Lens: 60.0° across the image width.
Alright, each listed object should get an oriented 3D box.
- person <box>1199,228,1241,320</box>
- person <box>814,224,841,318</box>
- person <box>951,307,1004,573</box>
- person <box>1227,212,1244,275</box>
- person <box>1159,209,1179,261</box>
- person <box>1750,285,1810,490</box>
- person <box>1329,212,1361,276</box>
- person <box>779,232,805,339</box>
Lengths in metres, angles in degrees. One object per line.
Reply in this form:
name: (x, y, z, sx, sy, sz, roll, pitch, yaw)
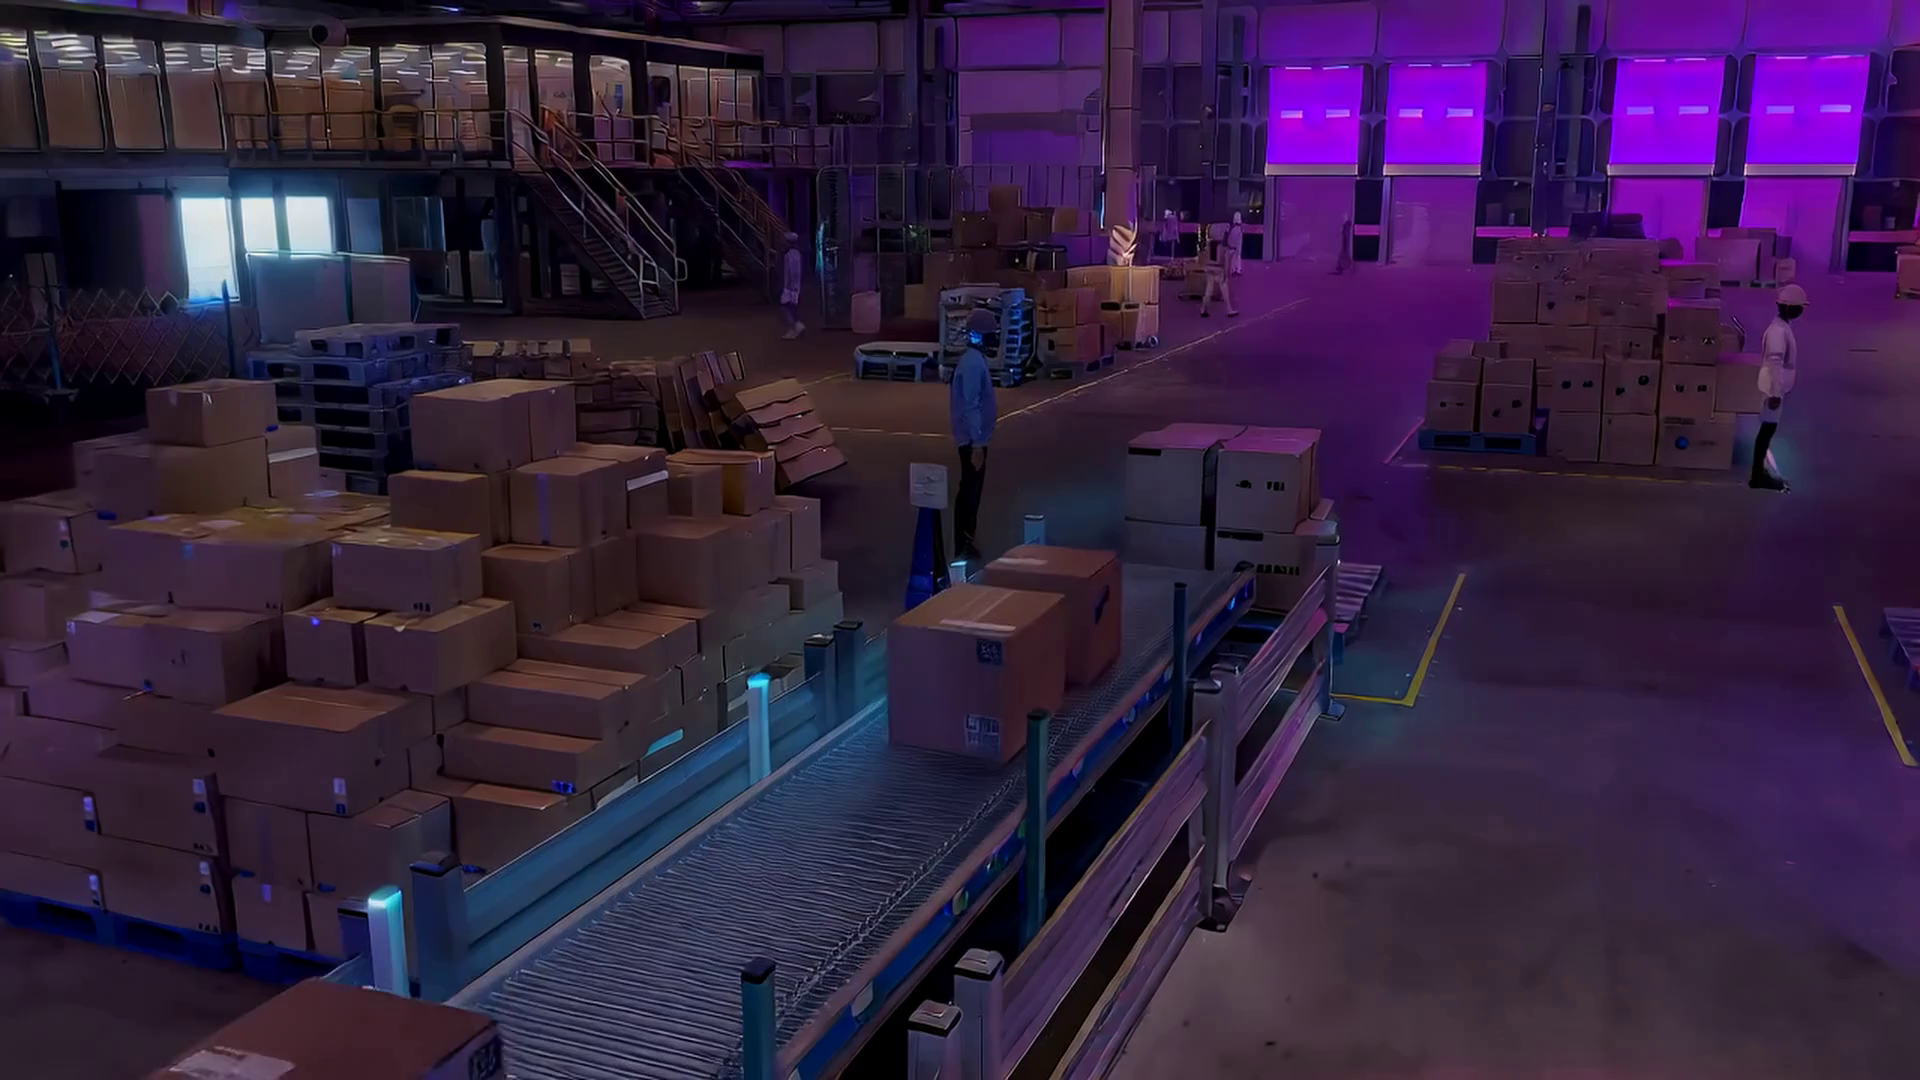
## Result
person: (5.256, -5.405, 33.809, 0.997, 1.822, 0.604, -9, 15, -35)
person: (-2.709, -5.497, 34.051, 0.586, 1.911, 0.397, -7, 15, -30)
person: (0.129, -0.760, 12.598, 0.397, 1.992, 0.623, 0, 13, -2)
person: (7.936, -8.583, 48.137, 0.515, 1.804, 0.942, -3, 13, -13)
person: (6.506, -9.352, 51.600, 0.629, 1.802, 0.883, -5, 14, -22)
person: (7.798, -1.451, 15.829, 0.373, 1.934, 0.551, 7, 14, 28)
person: (11.040, -8.432, 47.392, 0.910, 1.835, 0.525, 11, 16, 39)
person: (-2.981, -4.549, 29.790, 0.465, 1.901, 0.552, 7, 14, 29)
